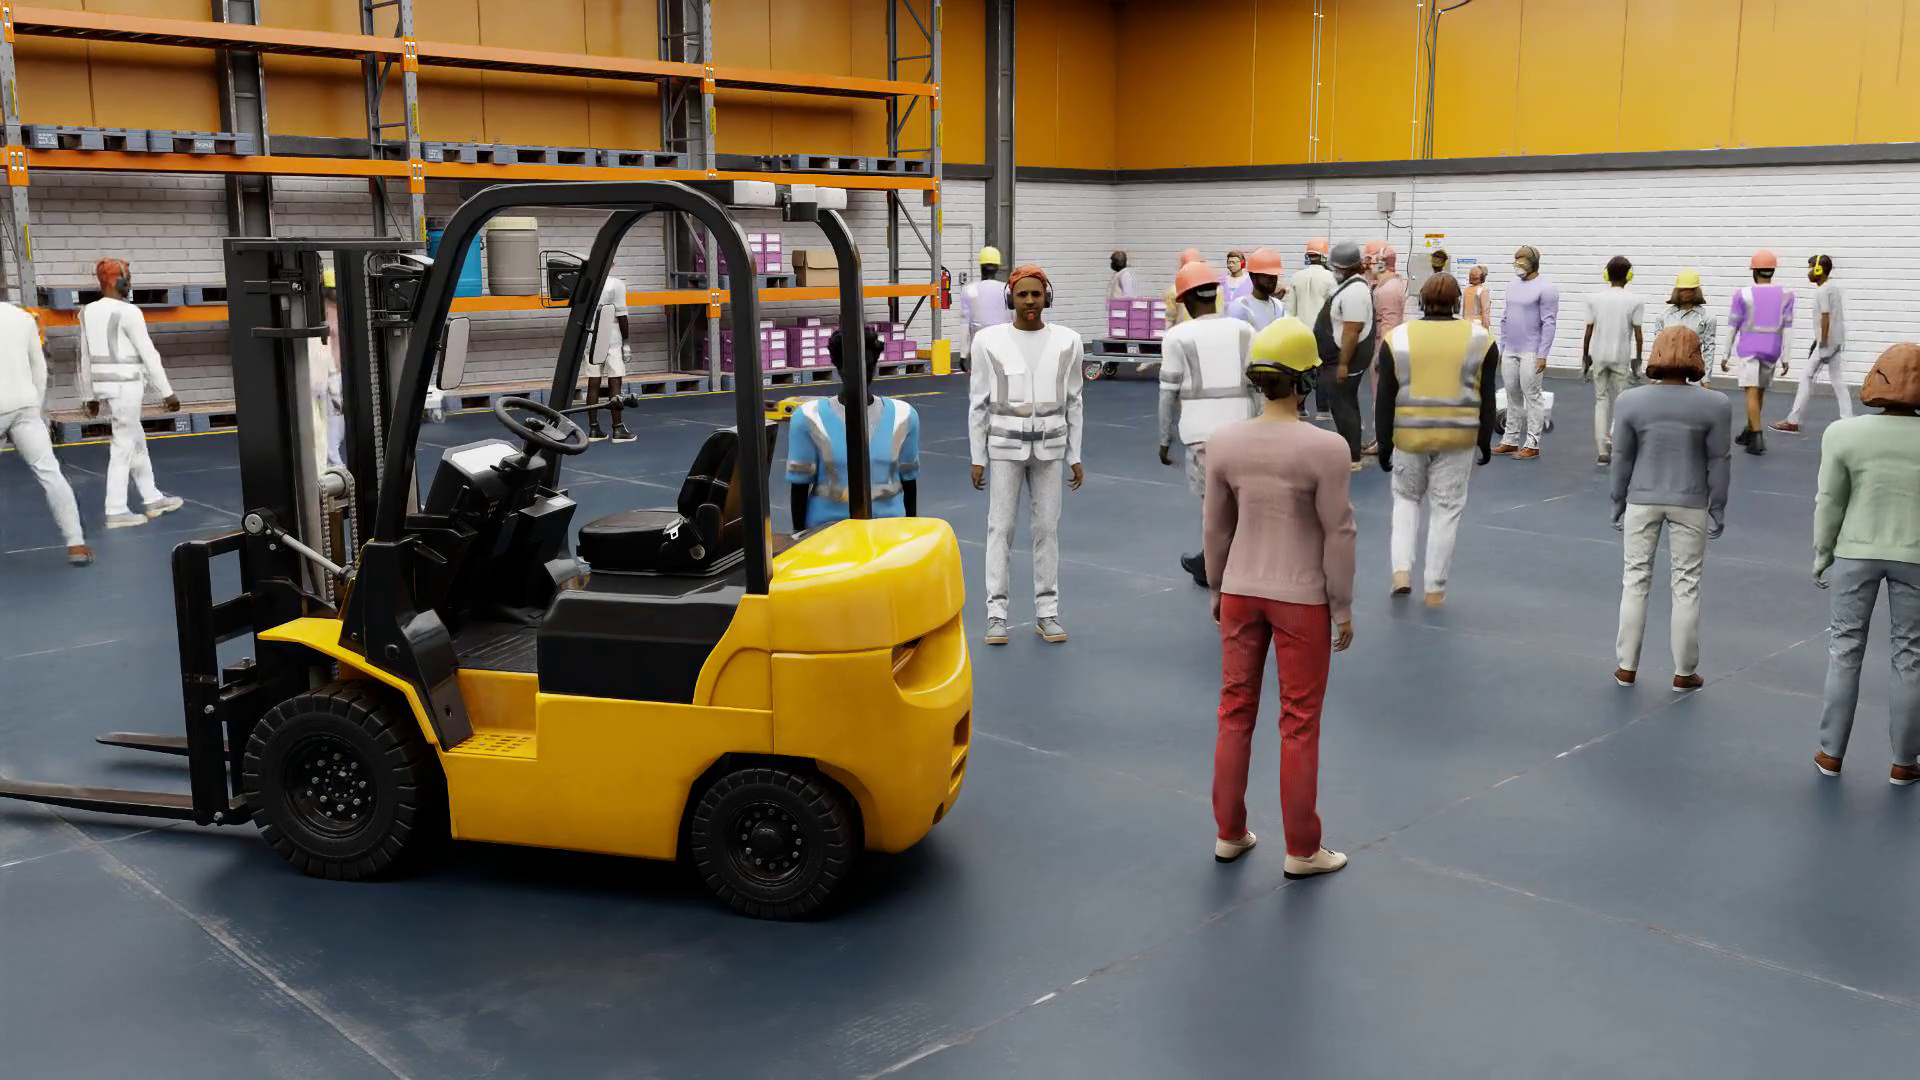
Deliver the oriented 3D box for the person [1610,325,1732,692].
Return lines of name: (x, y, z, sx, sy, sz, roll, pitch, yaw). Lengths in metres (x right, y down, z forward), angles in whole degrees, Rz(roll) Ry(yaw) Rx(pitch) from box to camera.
person: (3.146, -0.137, 7.405, 0.498, 1.633, 0.289, 6, 12, 28)

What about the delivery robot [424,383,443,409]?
delivery robot: (-5.898, -1.541, 17.743, 0.707, 0.478, 0.477, -9, 13, -40)

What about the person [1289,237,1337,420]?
person: (3.904, -2.314, 18.282, 0.612, 1.997, 0.375, 9, 14, 40)

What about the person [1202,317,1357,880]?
person: (1.009, 0.186, 5.270, 0.524, 1.772, 0.309, 9, 13, 39)

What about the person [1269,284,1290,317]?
person: (2.684, -1.465, 14.728, 0.542, 1.609, 0.618, 0, 10, 1)

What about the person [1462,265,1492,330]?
person: (6.501, -2.631, 20.973, 0.309, 1.645, 0.514, -3, 11, -17)

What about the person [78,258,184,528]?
person: (-5.768, -1.036, 11.707, 0.586, 1.858, 0.784, 6, 12, 31)

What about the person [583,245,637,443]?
person: (-3.480, -1.931, 16.292, 0.603, 1.961, 0.368, 4, 11, 22)

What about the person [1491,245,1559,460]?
person: (5.113, -1.693, 15.071, 0.371, 1.935, 0.627, -4, 11, -22)

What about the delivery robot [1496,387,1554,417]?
delivery robot: (5.705, -1.414, 17.052, 0.707, 0.478, 0.477, -2, 11, -12)

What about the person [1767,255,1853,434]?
person: (8.711, -1.966, 16.879, 0.523, 1.817, 0.888, -10, 15, -44)

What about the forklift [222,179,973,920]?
forklift: (-1.114, -0.058, 5.440, 2.313, 2.155, 1.214, 2, 11, 13)

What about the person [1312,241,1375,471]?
person: (3.291, -1.608, 14.311, 0.534, 2.000, 0.872, 3, 11, 15)

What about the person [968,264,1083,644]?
person: (0.331, -0.419, 8.260, 0.582, 1.882, 0.351, -2, 11, -9)

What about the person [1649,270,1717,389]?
person: (5.907, -1.337, 13.648, 0.493, 1.743, 0.299, 8, 13, 36)

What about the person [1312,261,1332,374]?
person: (5.054, -3.031, 23.050, 0.542, 1.675, 0.475, -3, 11, -15)

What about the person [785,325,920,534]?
person: (-0.403, 0.007, 6.439, 0.540, 1.696, 0.317, -3, 11, -15)

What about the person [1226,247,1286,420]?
person: (2.122, -1.092, 11.779, 0.551, 1.934, 0.373, -9, 14, -40)

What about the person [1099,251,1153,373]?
person: (2.409, -3.341, 24.467, 0.948, 1.799, 0.618, 0, 10, -1)

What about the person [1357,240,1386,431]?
person: (4.275, -2.123, 17.318, 0.625, 1.973, 0.461, -2, 11, -9)

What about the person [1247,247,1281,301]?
person: (4.154, -3.020, 22.519, 0.907, 1.861, 0.667, -6, 12, -31)

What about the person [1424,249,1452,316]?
person: (6.391, -3.007, 22.517, 0.328, 1.838, 0.756, -3, 11, -17)

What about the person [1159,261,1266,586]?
person: (1.385, -0.598, 9.261, 0.619, 1.869, 0.952, -3, 11, -15)

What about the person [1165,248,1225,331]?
person: (2.278, -1.866, 16.109, 0.576, 1.897, 0.640, 1, 10, 5)

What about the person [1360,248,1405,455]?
person: (3.892, -1.740, 15.403, 0.405, 1.904, 0.653, 3, 11, 14)

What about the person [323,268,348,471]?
person: (-5.251, -1.402, 13.991, 0.379, 1.756, 0.527, 2, 11, 12)

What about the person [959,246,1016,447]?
person: (0.269, -1.798, 15.705, 0.601, 1.914, 0.420, -3, 11, -15)

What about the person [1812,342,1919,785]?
person: (3.429, 0.090, 6.158, 0.503, 1.636, 0.277, 6, 12, 31)

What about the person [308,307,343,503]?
person: (-4.864, -1.027, 12.309, 0.679, 1.606, 0.507, 2, 11, 9)

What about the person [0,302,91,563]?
person: (-5.826, -0.748, 10.154, 0.923, 1.872, 0.682, 6, 12, 30)

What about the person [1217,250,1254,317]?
person: (3.258, -2.489, 19.649, 0.575, 1.843, 0.375, 6, 12, 29)

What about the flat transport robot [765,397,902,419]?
flat transport robot: (-1.390, -1.452, 18.290, 1.431, 0.197, 0.652, 2, 11, 9)

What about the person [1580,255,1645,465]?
person: (5.703, -1.563, 14.590, 0.531, 1.850, 0.456, 6, 12, 31)

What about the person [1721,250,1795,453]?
person: (7.506, -1.769, 15.639, 0.566, 1.888, 1.011, 1, 10, 6)

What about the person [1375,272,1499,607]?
person: (2.596, -0.540, 9.099, 0.629, 1.826, 0.510, 4, 11, 19)
